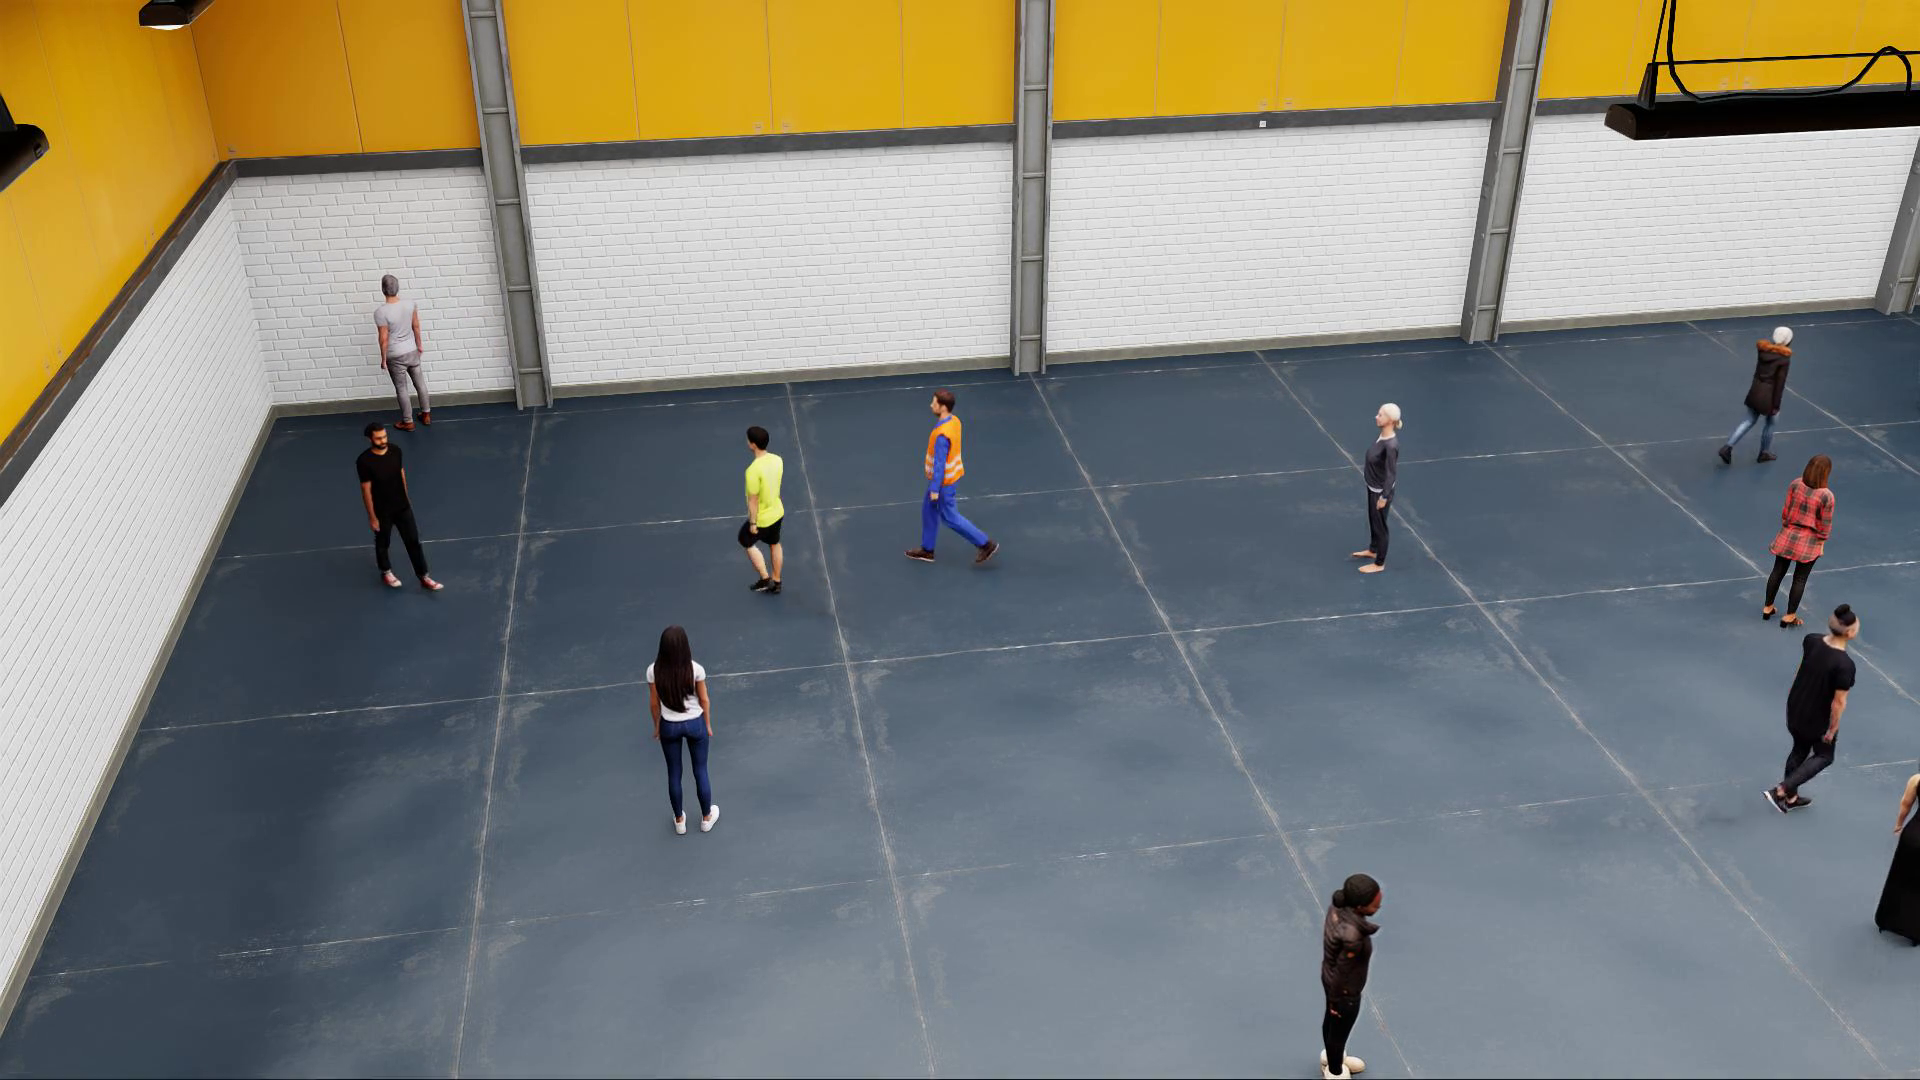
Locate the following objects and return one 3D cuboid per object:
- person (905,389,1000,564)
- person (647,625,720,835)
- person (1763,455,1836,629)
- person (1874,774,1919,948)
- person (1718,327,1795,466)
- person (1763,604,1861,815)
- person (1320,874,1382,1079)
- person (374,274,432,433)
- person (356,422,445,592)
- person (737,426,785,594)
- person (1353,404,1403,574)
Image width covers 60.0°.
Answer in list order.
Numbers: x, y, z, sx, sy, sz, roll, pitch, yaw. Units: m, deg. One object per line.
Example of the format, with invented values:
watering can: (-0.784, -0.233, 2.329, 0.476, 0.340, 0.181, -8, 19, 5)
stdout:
person: (-0.057, -0.559, 15.962, 1.256, 1.836, 0.925, 3, 29, 5)
person: (-2.068, 1.416, 12.406, 0.498, 1.774, 0.681, -1, 29, -1)
person: (7.616, -0.001, 15.077, 0.676, 1.704, 0.685, -17, 33, -28)
person: (6.578, 2.086, 11.364, 0.686, 1.596, 0.672, -24, 37, -36)
person: (8.639, -1.532, 17.984, 1.067, 1.608, 0.750, -11, 30, -19)
person: (6.384, 1.289, 12.554, 0.787, 1.855, 0.710, -6, 29, -12)
person: (2.324, 2.711, 10.151, 0.608, 1.661, 0.669, -5, 29, -8)
person: (-6.312, -2.123, 18.833, 0.826, 1.832, 0.742, 22, 35, 34)
person: (-5.428, -0.327, 15.650, 1.078, 1.729, 1.041, 21, 35, 33)
person: (-1.762, -0.245, 15.532, 0.821, 1.699, 0.762, 18, 33, 29)
person: (4.056, -0.521, 16.009, 0.602, 1.725, 0.652, 2, 29, 3)
